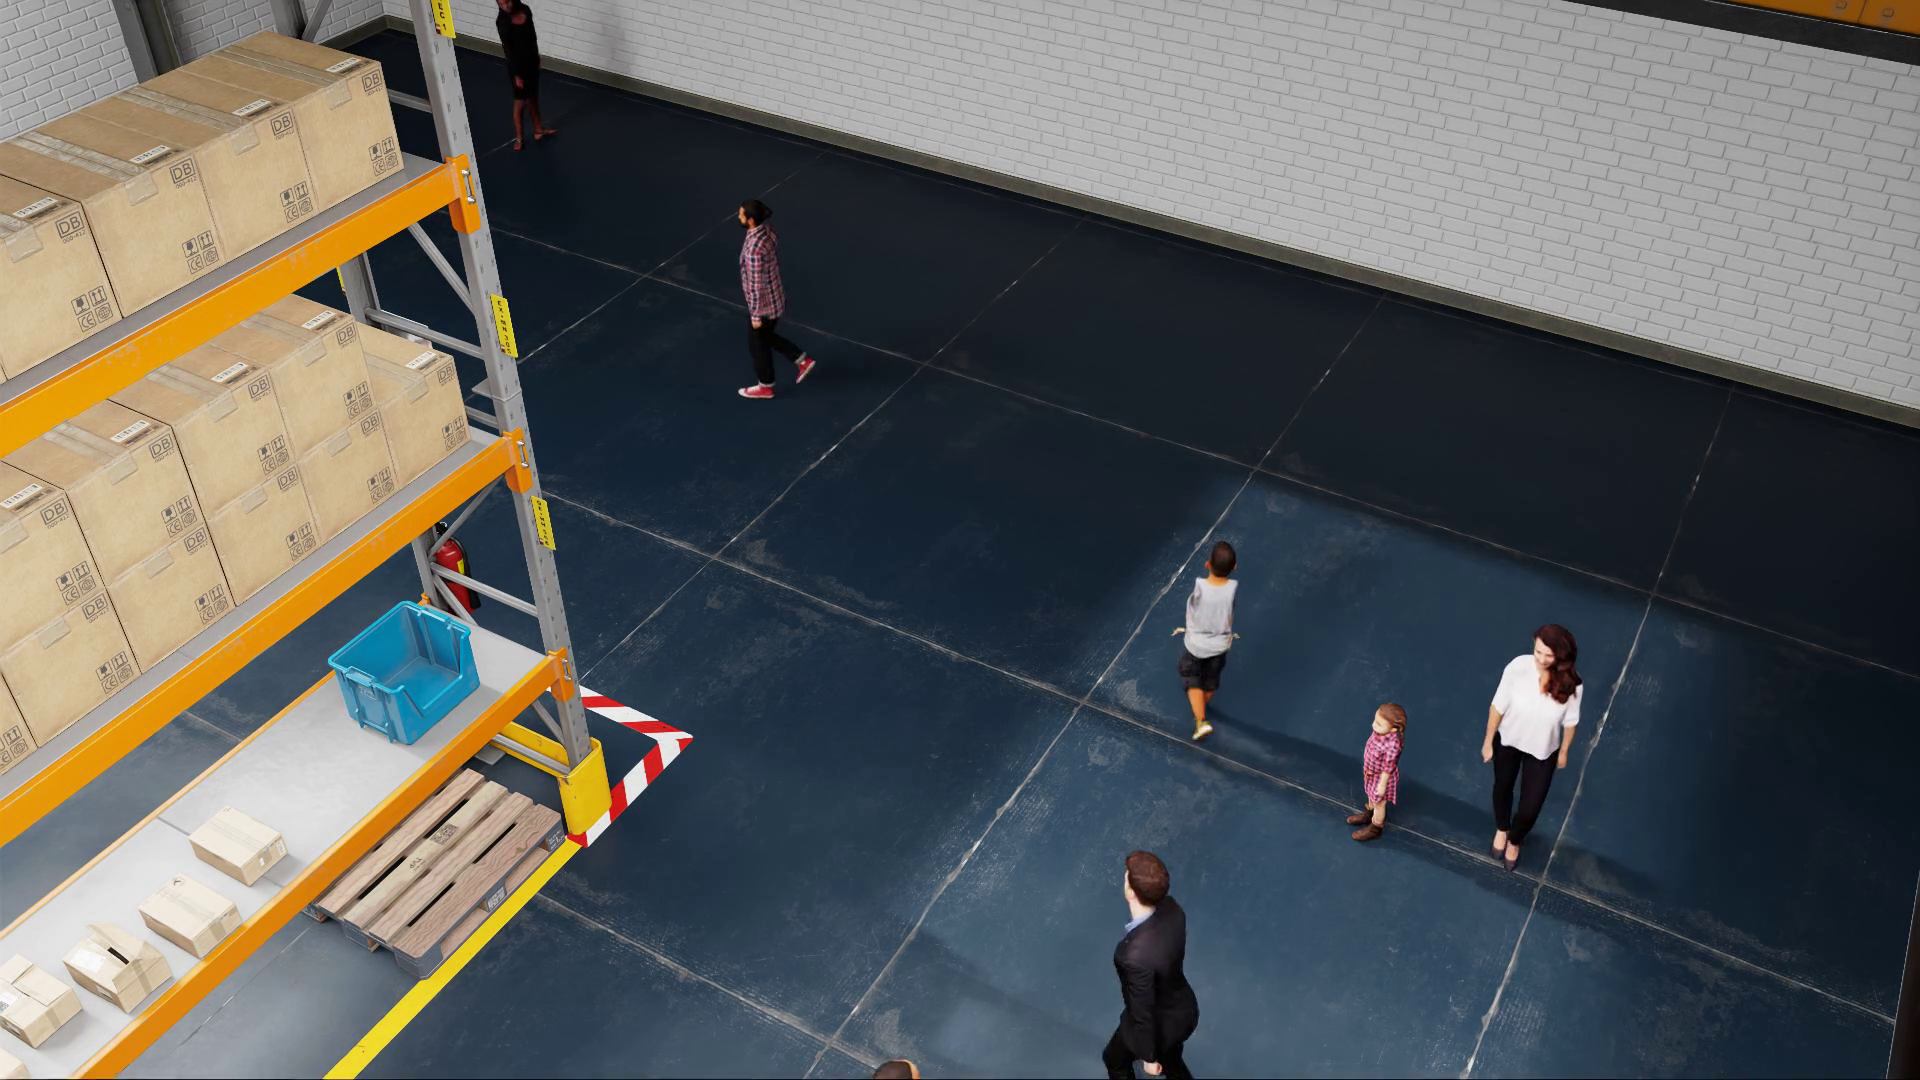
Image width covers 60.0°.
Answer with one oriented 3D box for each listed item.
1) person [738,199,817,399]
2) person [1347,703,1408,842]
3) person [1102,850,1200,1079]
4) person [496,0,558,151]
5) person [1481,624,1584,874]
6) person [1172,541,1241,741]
[{"bbox_3d":[-1.485,-1.887,13.193,0.968,1.745,0.952,2,39,3],"label":"person"},{"bbox_3d":[2.466,1.349,9.722,0.558,1.021,0.493,-6,39,-8],"label":"person"},{"bbox_3d":[0.986,2.296,7.882,0.770,1.837,0.800,15,41,18],"label":"person"},{"bbox_3d":[-4.430,-4.863,16.957,0.810,1.701,0.471,8,39,9],"label":"person"},{"bbox_3d":[3.213,1.112,9.412,0.644,1.780,0.616,15,41,18],"label":"person"},{"bbox_3d":[1.552,0.601,10.317,0.821,1.448,0.935,-1,39,-1],"label":"person"}]
